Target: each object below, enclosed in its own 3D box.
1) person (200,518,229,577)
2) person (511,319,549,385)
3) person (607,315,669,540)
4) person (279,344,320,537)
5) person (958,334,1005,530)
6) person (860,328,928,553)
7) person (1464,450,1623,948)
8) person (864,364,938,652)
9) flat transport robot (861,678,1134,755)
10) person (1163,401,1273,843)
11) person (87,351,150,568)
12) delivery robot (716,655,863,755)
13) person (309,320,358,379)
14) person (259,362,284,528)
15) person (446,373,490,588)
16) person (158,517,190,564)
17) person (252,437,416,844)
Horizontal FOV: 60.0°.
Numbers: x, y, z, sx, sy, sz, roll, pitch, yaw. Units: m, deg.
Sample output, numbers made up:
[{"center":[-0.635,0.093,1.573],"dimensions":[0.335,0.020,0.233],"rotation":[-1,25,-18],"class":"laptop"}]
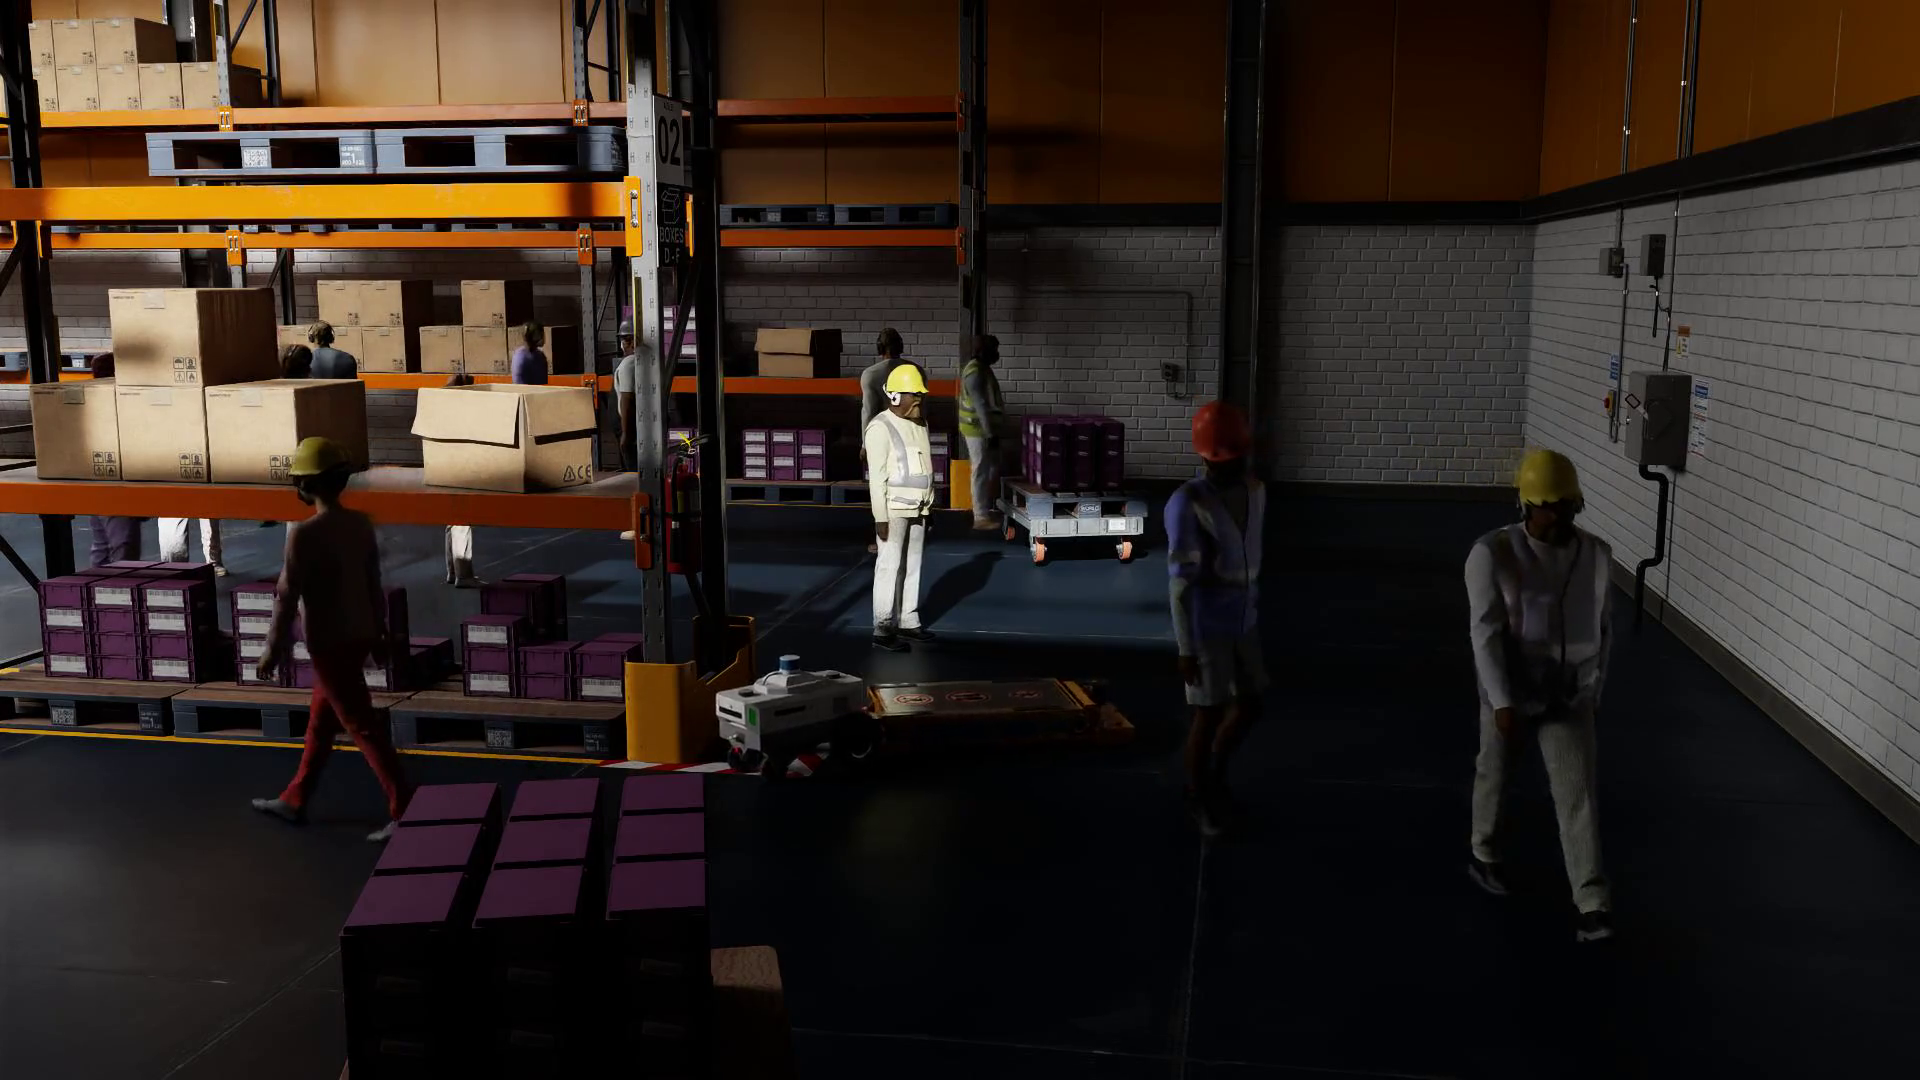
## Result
[{"center":[-6.048,-0.680,13.043],"dimensions":[0.622,1.994,0.381],"rotation":[-7,11,-35],"class":"person"},{"center":[-4.337,-1.281,16.970],"dimensions":[0.446,1.929,0.649],"rotation":[1,9,7],"class":"person"},{"center":[-2.919,-1.028,15.064],"dimensions":[0.537,2.000,0.687],"rotation":[3,10,17],"class":"person"},{"center":[-5.445,-0.721,13.913],"dimensions":[0.815,1.803,0.615],"rotation":[4,10,25],"class":"person"},{"center":[0.216,-1.004,15.555],"dimensions":[0.448,1.836,0.650],"rotation":[2,9,12],"class":"person"},{"center":[-0.575,-0.838,14.218],"dimensions":[0.627,1.934,0.372],"rotation":[-6,11,-31],"class":"person"},{"center":[2.136,0.549,6.120],"dimensions":[0.589,1.774,0.965],"rotation":[-1,9,-4],"class":"person"},{"center":[-0.359,-0.207,10.633],"dimensions":[0.403,1.826,0.591],"rotation":[6,11,32],"class":"person"},{"center":[0.125,0.898,8.588],"dimensions":[1.431,0.197,0.652],"rotation":[-1,9,-9],"class":"flat transport robot"},{"center":[1.064,0.352,6.969],"dimensions":[0.586,1.890,0.519],"rotation":[-7,12,-37],"class":"person"},{"center":[-5.579,-0.297,10.988],"dimensions":[0.658,1.896,0.397],"rotation":[9,13,43],"class":"person"},{"center":[-0.819,0.800,8.025],"dimensions":[0.707,0.478,0.477],"rotation":[-8,12,-42],"class":"delivery robot"},{"center":[-6.216,-1.180,16.325],"dimensions":[0.630,1.940,0.372],"rotation":[-5,10,-27],"class":"person"},{"center":[-6.602,-1.078,15.872],"dimensions":[0.608,1.898,0.675],"rotation":[-6,11,-31],"class":"person"},{"center":[-3.810,-0.452,12.731],"dimensions":[0.310,1.638,0.523],"rotation":[-5,10,-28],"class":"person"},{"center":[-5.896,-0.541,12.514],"dimensions":[0.355,1.887,0.573],"rotation":[-7,11,-36],"class":"person"},{"center":[-2.659,0.428,7.022],"dimensions":[0.901,1.719,0.537],"rotation":[2,9,10],"class":"person"}]
